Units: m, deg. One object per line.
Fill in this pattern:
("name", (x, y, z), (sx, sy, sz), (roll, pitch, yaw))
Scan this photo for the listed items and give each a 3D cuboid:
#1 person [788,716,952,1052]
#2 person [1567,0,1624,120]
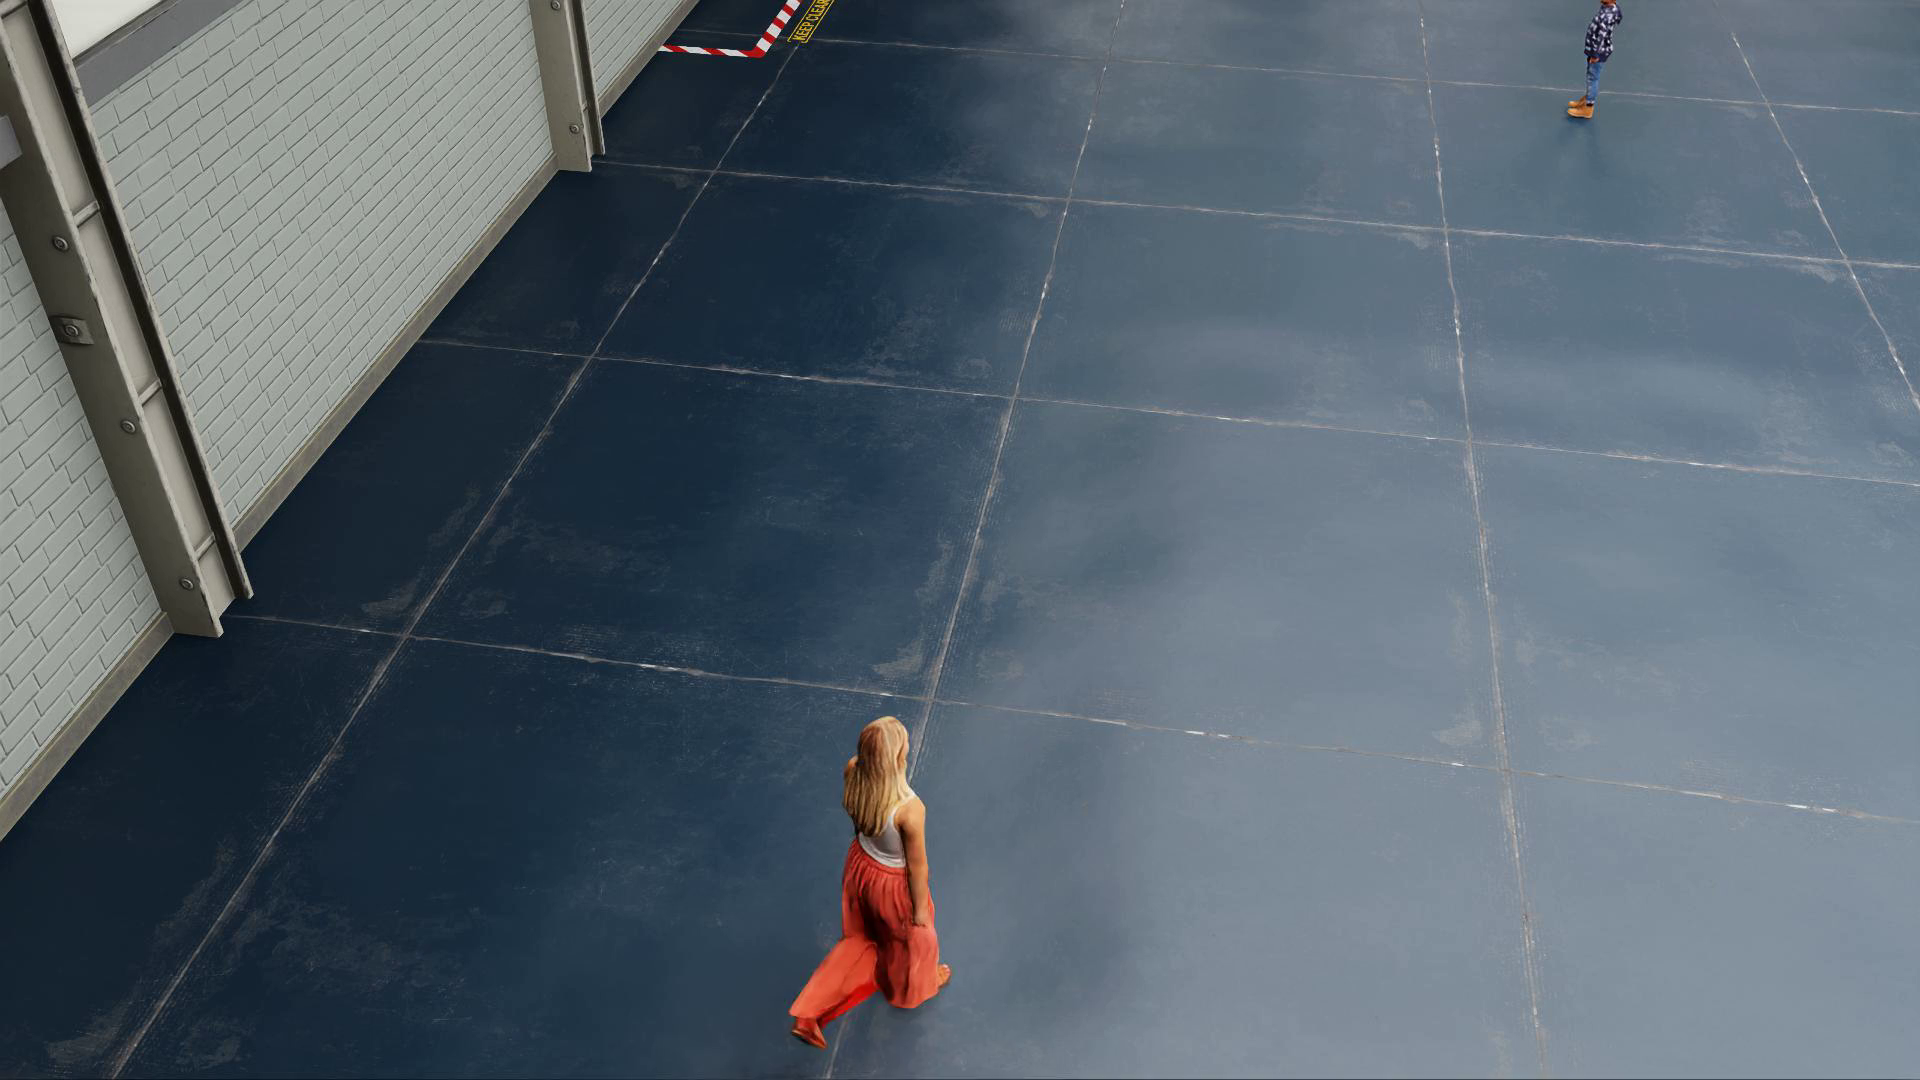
("person", (-0.380, 1.435, 6.732), (1.146, 1.779, 1.039), (-27, 45, -30))
("person", (5.584, -4.318, 14.514), (0.570, 1.252, 0.455), (10, 39, 13))
